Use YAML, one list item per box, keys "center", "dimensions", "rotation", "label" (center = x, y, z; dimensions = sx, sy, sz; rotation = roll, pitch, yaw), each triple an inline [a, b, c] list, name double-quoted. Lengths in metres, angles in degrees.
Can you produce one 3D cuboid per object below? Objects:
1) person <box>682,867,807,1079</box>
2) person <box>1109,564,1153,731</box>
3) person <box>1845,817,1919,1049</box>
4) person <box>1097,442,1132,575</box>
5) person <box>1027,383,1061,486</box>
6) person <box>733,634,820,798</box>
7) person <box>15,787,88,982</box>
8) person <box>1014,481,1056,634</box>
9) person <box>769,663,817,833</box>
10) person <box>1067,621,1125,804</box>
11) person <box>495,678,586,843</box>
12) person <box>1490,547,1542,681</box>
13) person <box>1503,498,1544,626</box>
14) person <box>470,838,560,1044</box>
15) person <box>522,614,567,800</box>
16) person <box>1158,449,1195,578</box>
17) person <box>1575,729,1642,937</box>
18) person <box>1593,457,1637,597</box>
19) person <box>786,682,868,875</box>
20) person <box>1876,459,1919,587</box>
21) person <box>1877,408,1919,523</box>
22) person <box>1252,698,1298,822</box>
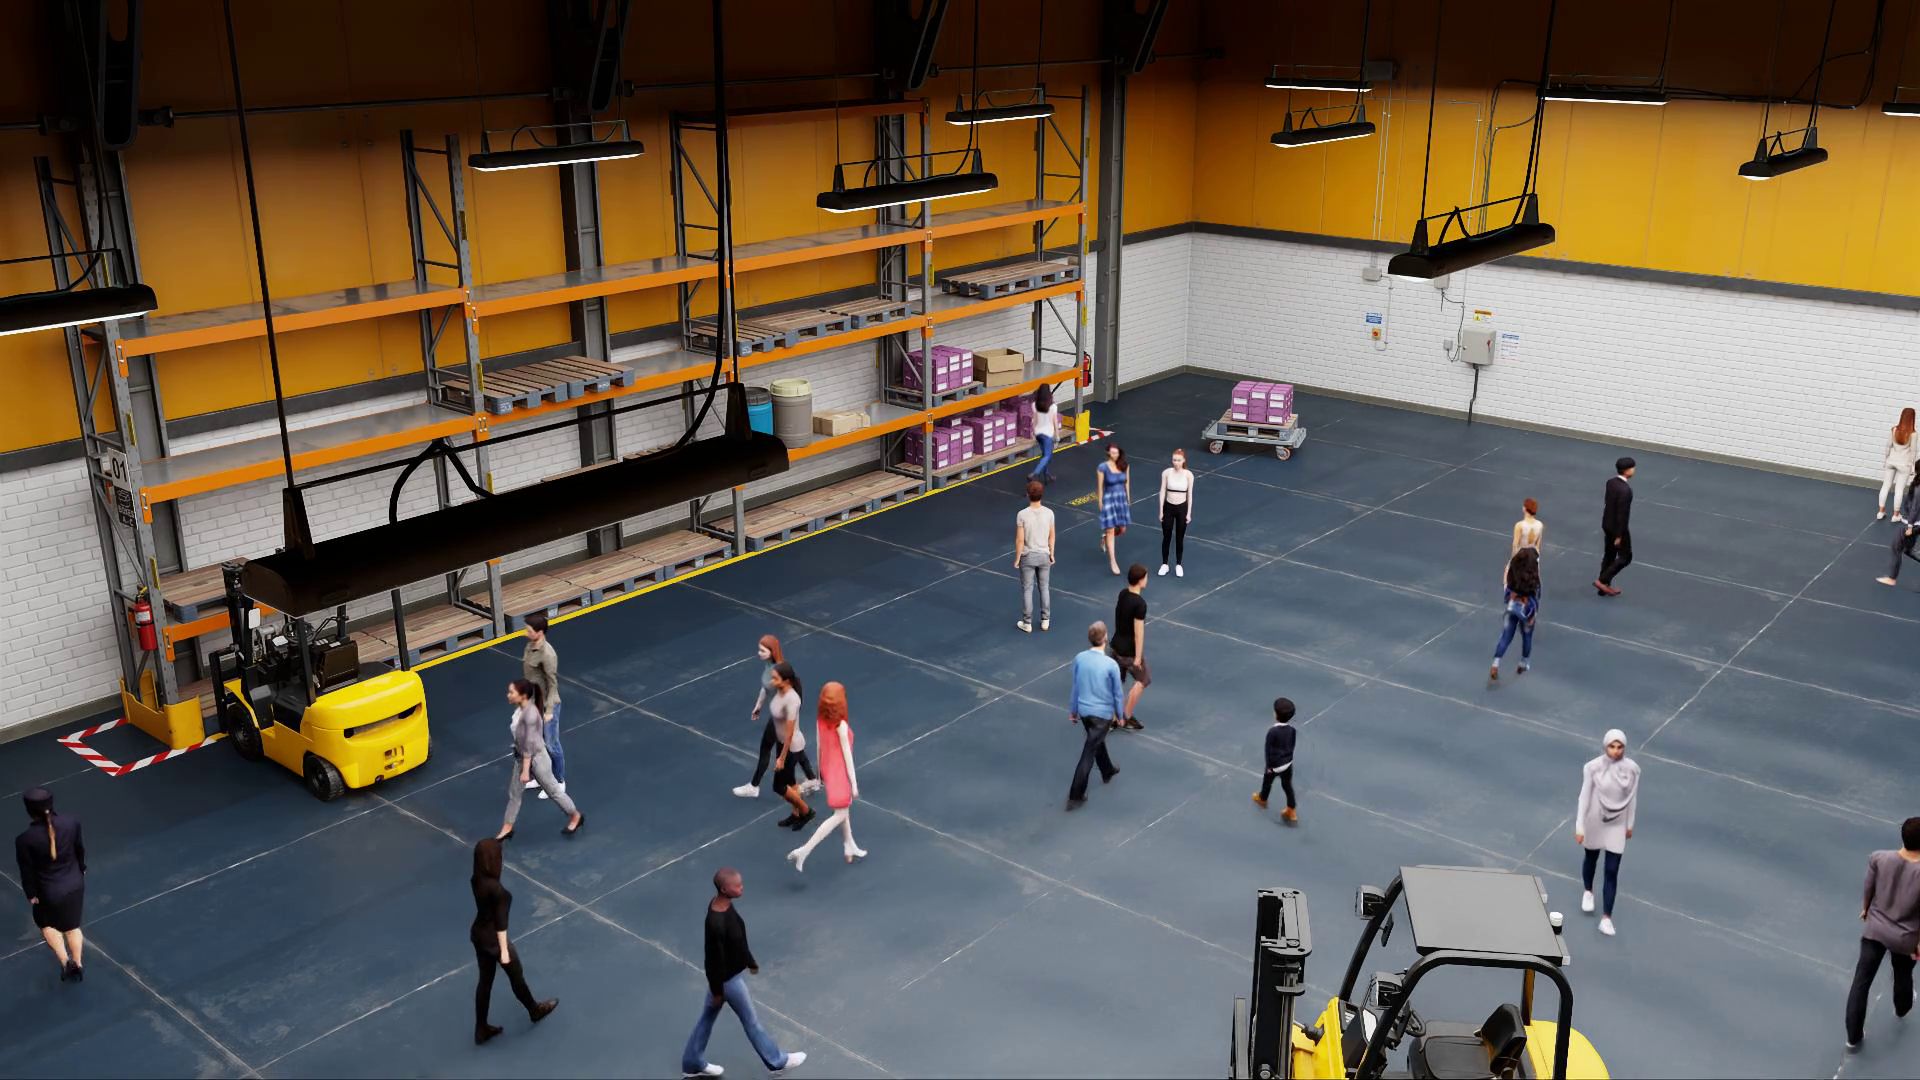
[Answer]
- center: [-1.769, 3.136, 11.910]
  dimensions: [1.168, 1.699, 1.069]
  rotation: [-3, 19, -8]
  label: "person"
- center: [1.688, 1.159, 17.557]
  dimensions: [0.767, 1.842, 0.764]
  rotation: [-10, 21, -27]
  label: "person"
- center: [6.864, 2.939, 12.324]
  dimensions: [0.698, 1.808, 1.121]
  rotation: [16, 24, 40]
  label: "person"
- center: [2.050, -0.454, 22.436]
  dimensions: [1.000, 1.786, 0.953]
  rotation: [-9, 20, -24]
  label: "person"
- center: [1.277, -1.575, 25.962]
  dimensions: [0.625, 1.659, 1.044]
  rotation: [16, 24, 39]
  label: "person"
- center: [-1.675, 1.718, 16.123]
  dimensions: [1.117, 1.698, 1.007]
  rotation: [-3, 19, -10]
  label: "person"
- center: [-7.068, 2.754, 13.100]
  dimensions: [0.760, 1.663, 0.599]
  rotation: [13, 22, 33]
  label: "person"
- center: [0.918, 0.204, 20.320]
  dimensions: [0.701, 1.889, 0.802]
  rotation: [-5, 19, -14]
  label: "person"
- center: [-1.513, 1.938, 15.427]
  dimensions: [0.798, 1.725, 0.758]
  rotation: [-5, 19, -16]
  label: "person"
- center: [1.269, 1.699, 16.061]
  dimensions: [0.670, 1.774, 1.147]
  rotation: [14, 23, 36]
  label: "person"
- center: [-3.818, 2.047, 15.263]
  dimensions: [1.202, 1.622, 0.927]
  rotation: [-8, 20, -23]
  label: "person"
- center: [6.295, 0.862, 18.836]
  dimensions: [0.657, 1.589, 1.046]
  rotation: [16, 25, 40]
  label: "person"
- center: [6.970, 0.302, 20.429]
  dimensions: [0.643, 1.634, 0.711]
  rotation: [-3, 19, -9]
  label: "person"
- center: [-3.545, 3.012, 12.395]
  dimensions: [0.608, 1.626, 0.878]
  rotation: [16, 24, 40]
  label: "person"
- center: [-4.052, 1.592, 16.232]
  dimensions: [0.663, 1.868, 0.749]
  rotation: [-14, 23, -35]
  label: "person"
- center: [2.886, -0.372, 22.265]
  dimensions: [0.664, 1.740, 0.666]
  rotation: [4, 19, 13]
  label: "person"
- center: [5.441, 2.384, 14.074]
  dimensions: [0.919, 1.744, 1.115]
  rotation: [4, 19, 13]
  label: "person"
- center: [8.368, -0.160, 21.433]
  dimensions: [0.899, 1.869, 0.842]
  rotation: [-2, 19, -6]
  label: "person"
- center: [-1.159, 2.144, 14.699]
  dimensions: [1.143, 1.800, 0.780]
  rotation: [-14, 23, -35]
  label: "person"
- center: [12.520, -0.188, 21.703]
  dimensions: [0.703, 1.749, 0.903]
  rotation: [16, 24, 40]
  label: "person"
- center: [13.835, -1.116, 24.514]
  dimensions: [0.630, 1.713, 0.647]
  rotation: [-13, 22, -33]
  label: "person"
- center: [3.069, 2.100, 15.767]
  dimensions: [0.853, 1.200, 0.790]
  rotation: [-8, 20, -23]
  label: "person"
